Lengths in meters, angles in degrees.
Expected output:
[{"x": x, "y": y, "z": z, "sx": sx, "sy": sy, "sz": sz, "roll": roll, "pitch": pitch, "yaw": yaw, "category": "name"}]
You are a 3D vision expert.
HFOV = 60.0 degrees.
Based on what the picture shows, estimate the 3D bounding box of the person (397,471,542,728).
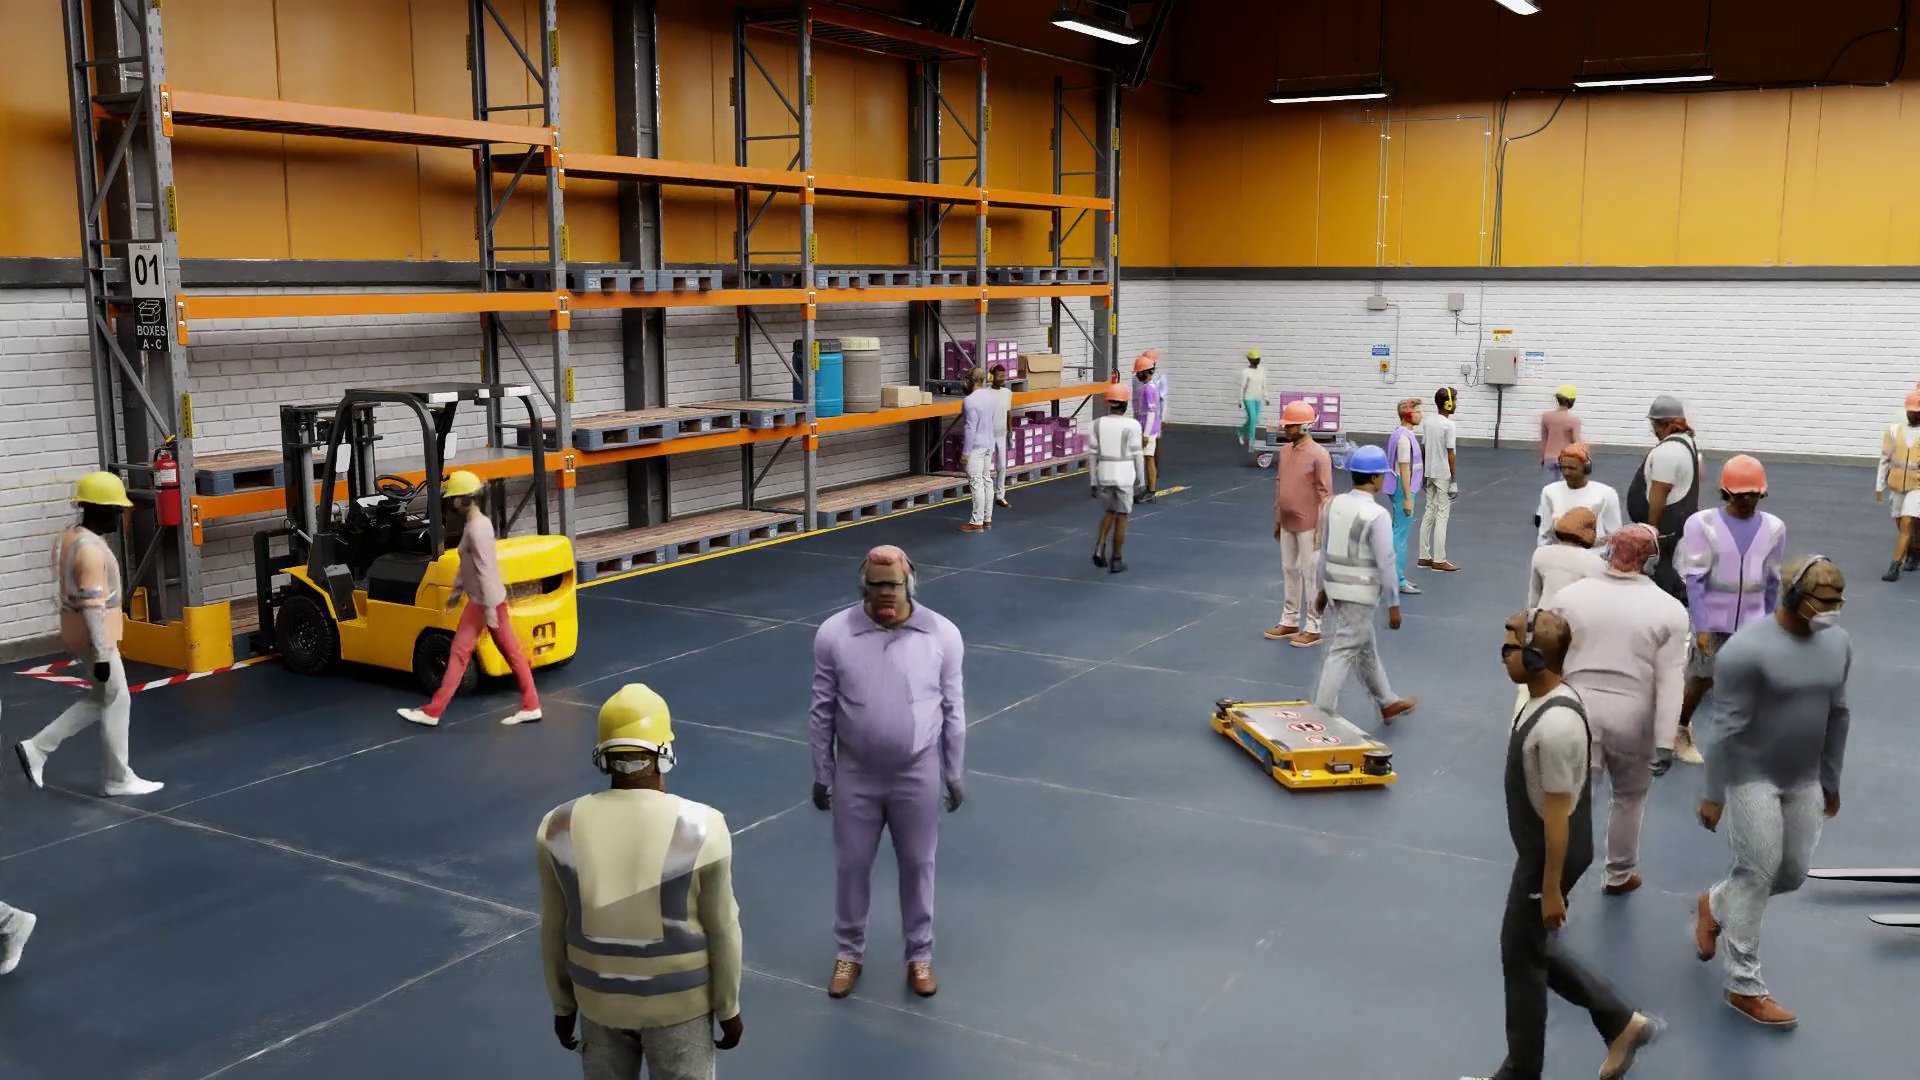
[{"x": -3.228, "y": 0.406, "z": 10.948, "sx": 0.936, "sy": 1.715, "sz": 0.517, "roll": -2, "pitch": 9, "yaw": -9, "category": "person"}]

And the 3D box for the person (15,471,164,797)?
[{"x": -4.988, "y": 0.559, "z": 9.431, "sx": 0.670, "sy": 1.896, "sz": 0.625, "roll": -6, "pitch": 11, "yaw": -32, "category": "person"}]

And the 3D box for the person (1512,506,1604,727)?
[{"x": 3.738, "y": 0.576, "z": 10.300, "sx": 0.883, "sy": 1.578, "sz": 0.563, "roll": -7, "pitch": 12, "yaw": -39, "category": "person"}]

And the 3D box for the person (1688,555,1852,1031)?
[{"x": 3.285, "y": 0.973, "z": 6.846, "sx": 0.677, "sy": 1.912, "sz": 0.719, "roll": -2, "pitch": 9, "yaw": -15, "category": "person"}]

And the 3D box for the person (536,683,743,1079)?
[{"x": -0.926, "y": 1.327, "z": 4.886, "sx": 0.595, "sy": 1.825, "sz": 0.403, "roll": 2, "pitch": 9, "yaw": 9, "category": "person"}]

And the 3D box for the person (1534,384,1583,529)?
[{"x": 6.898, "y": -0.922, "z": 19.122, "sx": 0.421, "sy": 1.750, "sz": 0.539, "roll": -6, "pitch": 11, "yaw": -34, "category": "person"}]

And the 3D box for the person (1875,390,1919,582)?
[{"x": 9.428, "y": -0.562, "z": 16.484, "sx": 0.993, "sy": 1.893, "sz": 0.559, "roll": -8, "pitch": 12, "yaw": -42, "category": "person"}]

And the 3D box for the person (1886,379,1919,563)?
[{"x": 10.075, "y": -0.760, "z": 17.419, "sx": 0.626, "sy": 1.977, "sz": 0.745, "roll": 9, "pitch": 13, "yaw": 43, "category": "person"}]

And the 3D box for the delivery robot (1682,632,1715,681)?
[{"x": 5.351, "y": 0.796, "z": 11.837, "sx": 0.707, "sy": 0.478, "sz": 0.477, "roll": -4, "pitch": 10, "yaw": -22, "category": "delivery robot"}]

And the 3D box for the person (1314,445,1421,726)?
[{"x": 2.670, "y": 0.340, "z": 10.750, "sx": 0.970, "sy": 1.903, "sz": 0.648, "roll": -3, "pitch": 10, "yaw": -18, "category": "person"}]

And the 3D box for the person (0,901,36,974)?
[{"x": -4.024, "y": 1.084, "z": 6.688, "sx": 0.502, "sy": 1.728, "sz": 0.634, "roll": 3, "pitch": 10, "yaw": 19, "category": "person"}]

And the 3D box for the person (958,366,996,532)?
[{"x": 0.192, "y": -1.057, "z": 19.393, "sx": 0.372, "sy": 1.940, "sz": 0.627, "roll": 5, "pitch": 10, "yaw": 26, "category": "person"}]

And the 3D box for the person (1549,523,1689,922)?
[{"x": 2.996, "y": 0.851, "z": 7.767, "sx": 0.680, "sy": 1.862, "sz": 0.967, "roll": 7, "pitch": 11, "yaw": 36, "category": "person"}]

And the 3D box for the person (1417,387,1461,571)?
[{"x": 4.874, "y": -0.618, "z": 16.871, "sx": 0.310, "sy": 1.868, "sz": 0.532, "roll": -3, "pitch": 10, "yaw": -20, "category": "person"}]

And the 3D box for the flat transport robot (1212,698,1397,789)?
[{"x": 2.101, "y": 1.230, "z": 10.303, "sx": 0.652, "sy": 0.197, "sz": 1.431, "roll": -2, "pitch": 9, "yaw": -10, "category": "flat transport robot"}]

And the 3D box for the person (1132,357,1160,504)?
[{"x": 2.427, "y": -1.434, "z": 21.773, "sx": 0.377, "sy": 1.929, "sz": 0.542, "roll": 1, "pitch": 9, "yaw": 7, "category": "person"}]

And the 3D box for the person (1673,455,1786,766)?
[{"x": 4.538, "y": 0.464, "z": 9.853, "sx": 0.600, "sy": 1.984, "sz": 1.007, "roll": 1, "pitch": 9, "yaw": 5, "category": "person"}]

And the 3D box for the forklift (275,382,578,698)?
[{"x": -3.974, "y": -0.067, "z": 12.417, "sx": 2.313, "sy": 2.155, "sz": 1.214, "roll": 5, "pitch": 11, "yaw": 30, "category": "forklift"}]

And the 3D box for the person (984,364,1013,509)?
[{"x": 0.455, "y": -1.325, "z": 21.323, "sx": 0.518, "sy": 1.860, "sz": 0.321, "roll": -5, "pitch": 10, "yaw": -29, "category": "person"}]

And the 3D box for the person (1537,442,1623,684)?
[{"x": 4.460, "y": 0.205, "z": 11.883, "sx": 0.998, "sy": 1.843, "sz": 0.628, "roll": -7, "pitch": 12, "yaw": -38, "category": "person"}]

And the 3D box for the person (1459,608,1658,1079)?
[{"x": 2.168, "y": 1.154, "z": 5.947, "sx": 0.602, "sy": 1.824, "sz": 0.569, "roll": 3, "pitch": 10, "yaw": 18, "category": "person"}]

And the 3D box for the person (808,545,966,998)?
[{"x": -0.303, "y": 0.960, "z": 6.908, "sx": 0.652, "sy": 1.905, "sz": 0.402, "roll": 0, "pitch": 9, "yaw": -2, "category": "person"}]

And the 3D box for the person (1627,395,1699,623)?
[{"x": 5.795, "y": -0.204, "z": 13.749, "sx": 0.540, "sy": 2.000, "sz": 0.686, "roll": 6, "pitch": 11, "yaw": 35, "category": "person"}]

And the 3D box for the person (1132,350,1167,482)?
[{"x": 2.729, "y": -1.799, "z": 24.161, "sx": 0.565, "sy": 1.901, "sz": 0.822, "roll": 4, "pitch": 10, "yaw": 26, "category": "person"}]

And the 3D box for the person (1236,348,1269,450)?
[{"x": 4.980, "y": -2.432, "z": 28.568, "sx": 0.520, "sy": 1.742, "sz": 0.708, "roll": -6, "pitch": 11, "yaw": -33, "category": "person"}]

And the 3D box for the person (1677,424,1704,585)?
[{"x": 6.761, "y": -0.310, "z": 15.781, "sx": 0.517, "sy": 1.613, "sz": 0.809, "roll": 1, "pitch": 9, "yaw": 4, "category": "person"}]

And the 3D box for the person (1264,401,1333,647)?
[{"x": 2.743, "y": -0.135, "z": 13.467, "sx": 0.393, "sy": 1.990, "sz": 0.616, "roll": -4, "pitch": 10, "yaw": -25, "category": "person"}]

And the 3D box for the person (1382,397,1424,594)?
[{"x": 4.179, "y": -0.421, "z": 15.714, "sx": 0.377, "sy": 1.846, "sz": 0.570, "roll": 2, "pitch": 9, "yaw": 10, "category": "person"}]

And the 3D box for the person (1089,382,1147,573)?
[{"x": 1.592, "y": -0.617, "z": 16.701, "sx": 0.551, "sy": 1.923, "sz": 0.398, "roll": 6, "pitch": 11, "yaw": 34, "category": "person"}]
